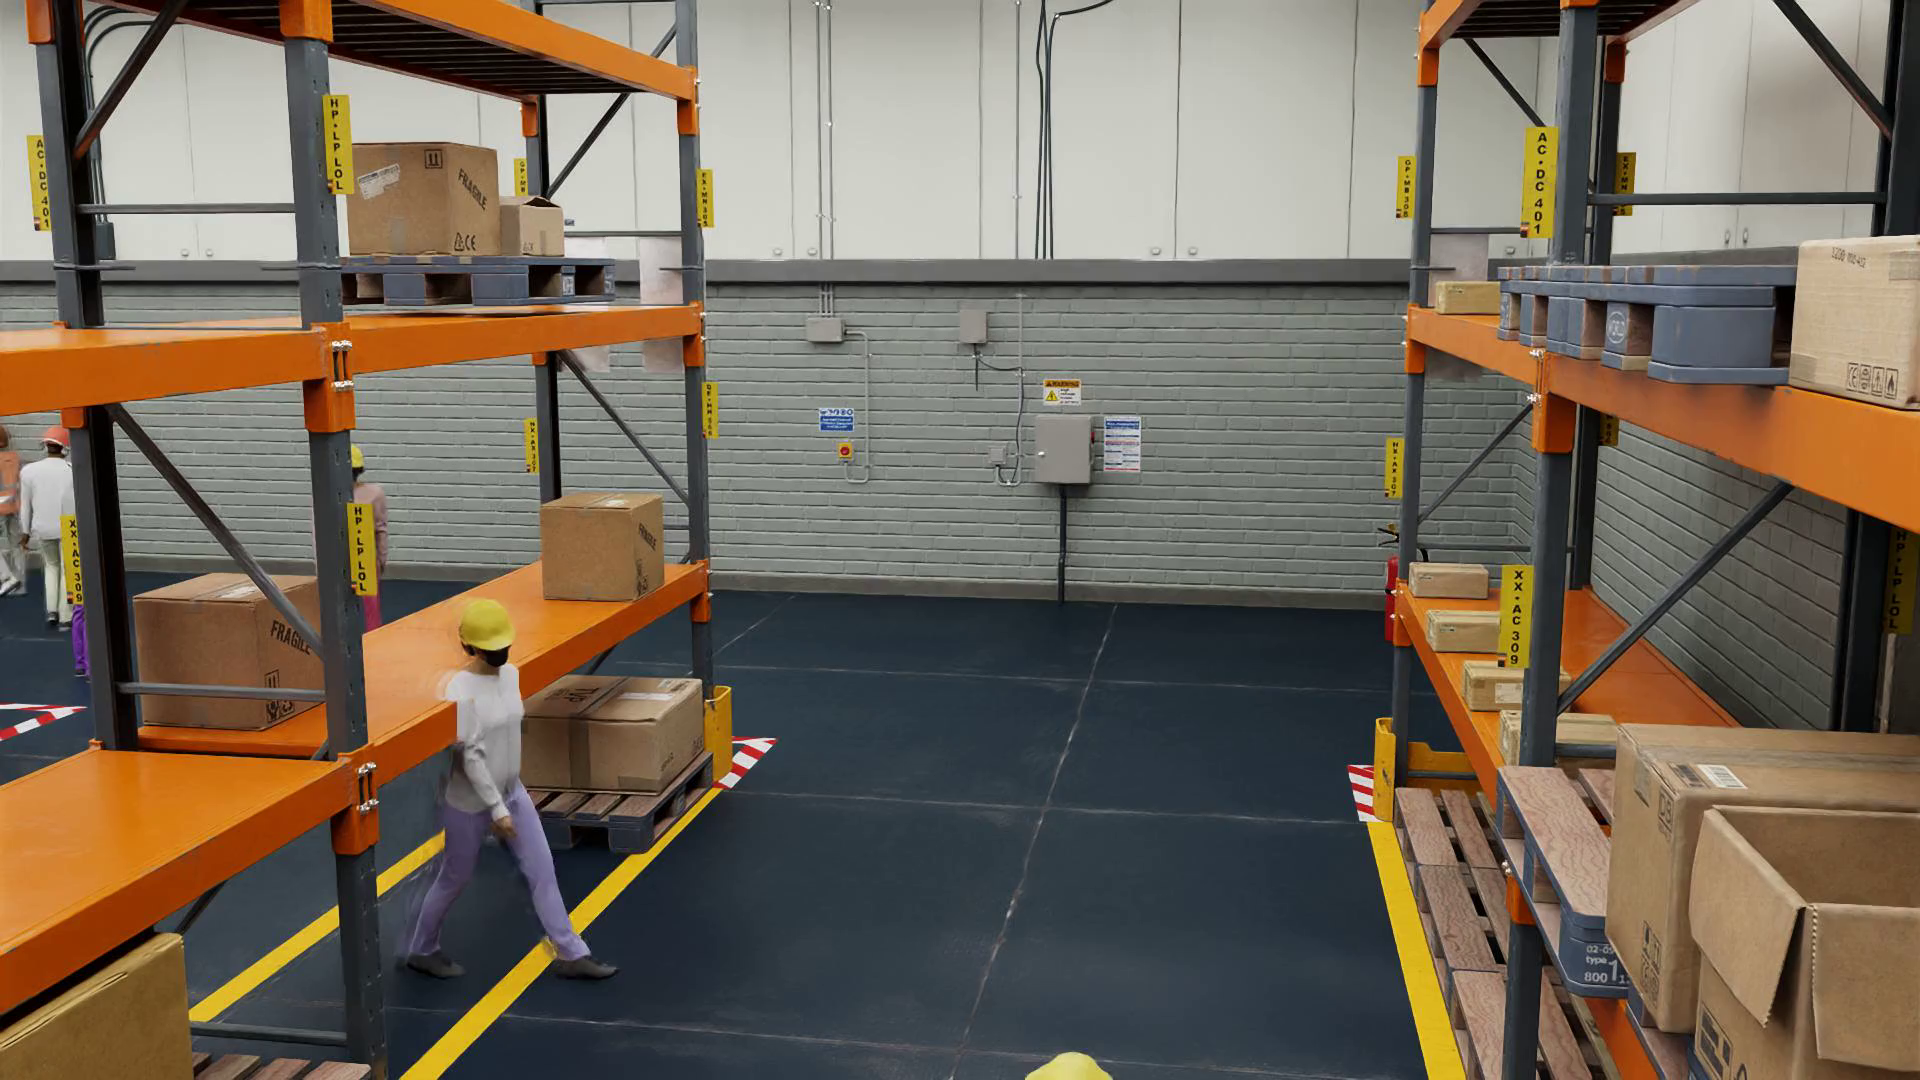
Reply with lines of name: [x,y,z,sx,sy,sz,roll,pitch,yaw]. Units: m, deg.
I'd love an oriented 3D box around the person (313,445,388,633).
person: [-4.546,0.159,12.449,0.538,1.733,0.826,-4,10,-21]

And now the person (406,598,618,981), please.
person: [-1.970,1.066,6.968,0.920,1.702,0.515,3,10,19]

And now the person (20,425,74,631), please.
person: [-7.618,-0.110,14.114,0.577,1.725,0.519,-2,9,-11]

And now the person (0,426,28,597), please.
person: [-8.892,-0.267,15.442,0.369,1.627,0.522,3,10,15]

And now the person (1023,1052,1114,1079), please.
person: [0.145,1.714,2.635,0.602,1.809,0.700,0,9,1]
